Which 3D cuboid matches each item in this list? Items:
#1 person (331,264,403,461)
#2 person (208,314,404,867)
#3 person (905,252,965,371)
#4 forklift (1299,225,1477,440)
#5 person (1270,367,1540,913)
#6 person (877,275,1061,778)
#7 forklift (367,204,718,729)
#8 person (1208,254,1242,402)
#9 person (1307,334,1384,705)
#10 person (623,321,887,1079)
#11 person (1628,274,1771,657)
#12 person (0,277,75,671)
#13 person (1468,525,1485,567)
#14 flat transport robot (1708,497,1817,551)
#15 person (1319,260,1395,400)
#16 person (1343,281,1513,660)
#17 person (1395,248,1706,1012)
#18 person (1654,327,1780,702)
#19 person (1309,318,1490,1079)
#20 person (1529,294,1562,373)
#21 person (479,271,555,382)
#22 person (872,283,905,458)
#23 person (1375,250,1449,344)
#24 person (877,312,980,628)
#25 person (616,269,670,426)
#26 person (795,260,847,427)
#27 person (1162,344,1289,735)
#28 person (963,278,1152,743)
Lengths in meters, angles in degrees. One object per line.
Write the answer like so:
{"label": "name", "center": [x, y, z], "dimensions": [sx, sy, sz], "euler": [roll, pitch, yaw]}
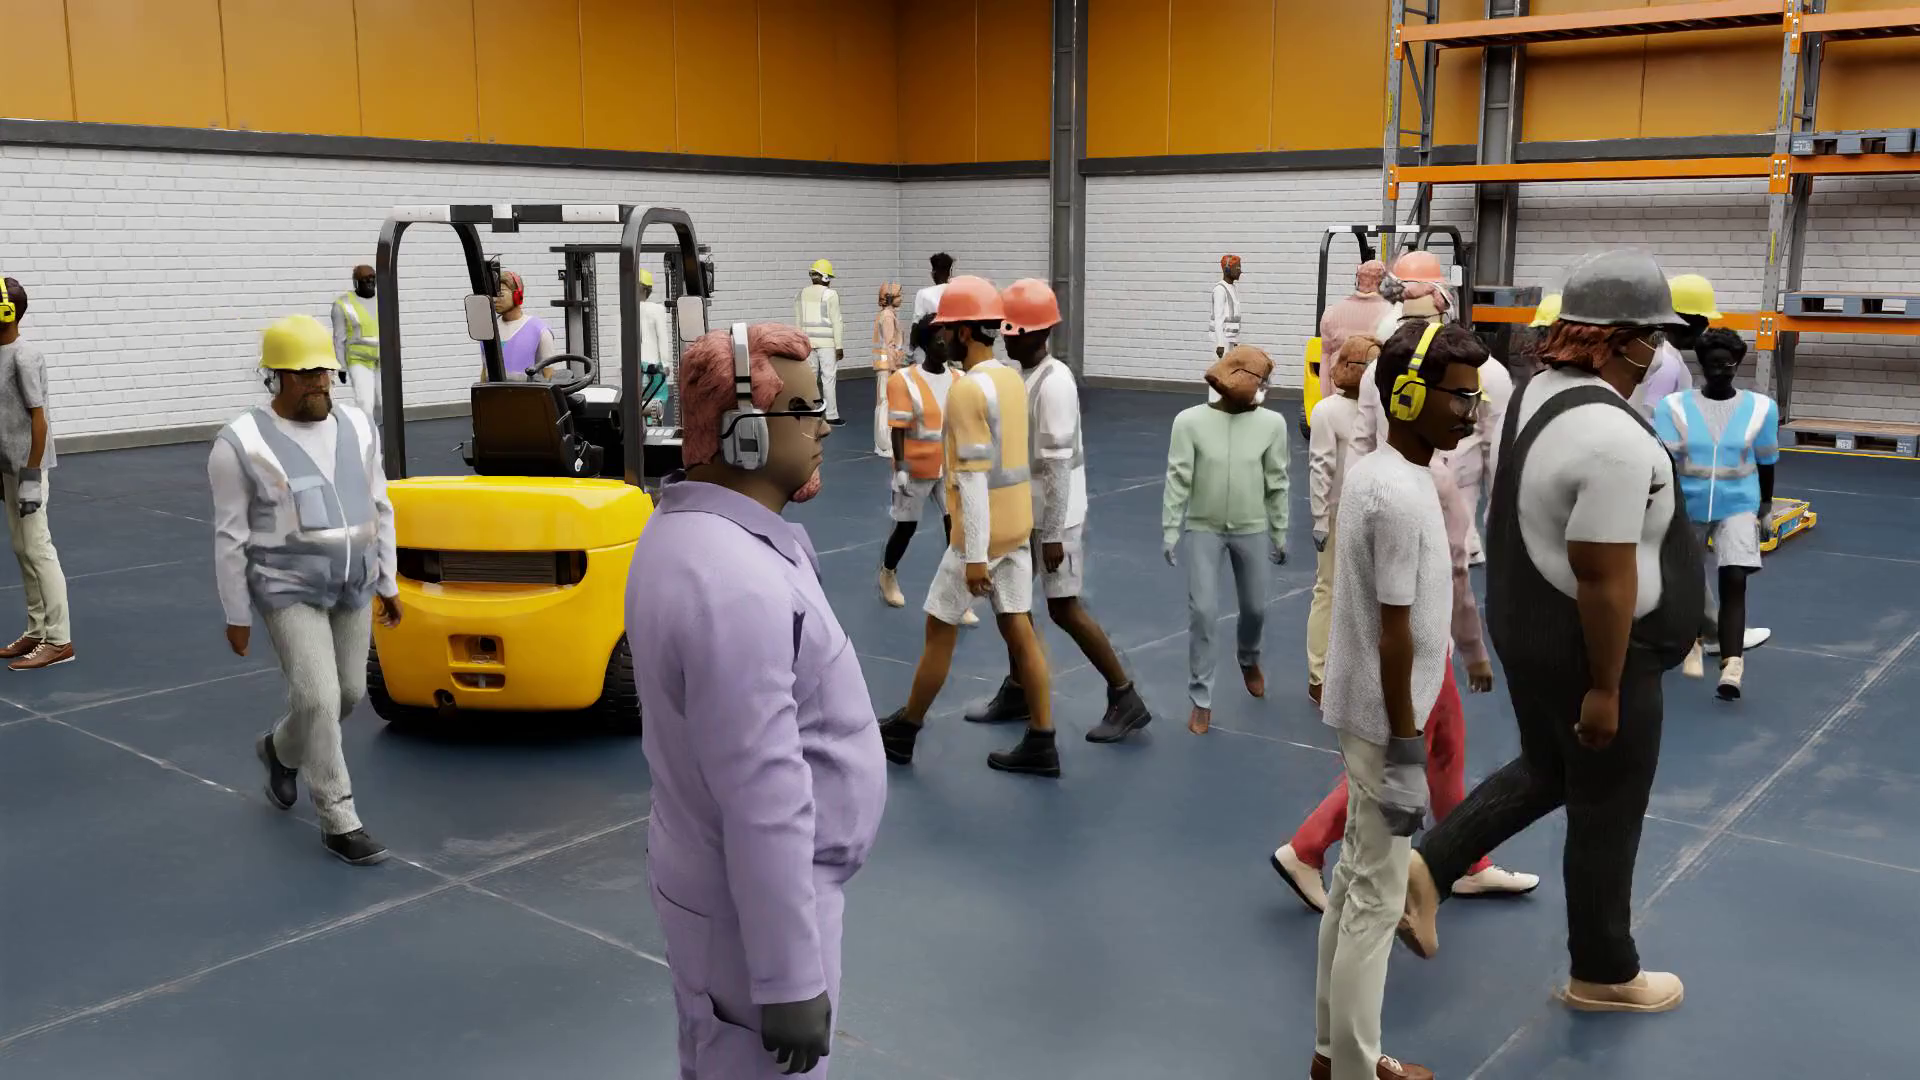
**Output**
{"label": "person", "center": [-5.539, -1.660, 15.513], "dimensions": [0.637, 1.820, 0.641], "euler": [-9, 14, -42]}
{"label": "person", "center": [-2.201, 0.143, 5.569], "dimensions": [0.800, 1.808, 0.591], "euler": [7, 13, 35]}
{"label": "person", "center": [-0.201, -1.932, 16.773], "dimensions": [0.608, 1.915, 0.998], "euler": [-7, 12, -35]}
{"label": "forklift", "center": [4.449, -2.115, 16.993], "dimensions": [1.214, 2.155, 2.313], "euler": [8, 13, 38]}
{"label": "person", "center": [1.361, 0.275, 5.004], "dimensions": [0.771, 1.736, 0.535], "euler": [1, 10, 6]}
{"label": "person", "center": [-0.002, -0.044, 6.341], "dimensions": [0.896, 1.892, 0.562], "euler": [5, 11, 27]}
{"label": "forklift", "center": [-1.766, -0.406, 7.525], "dimensions": [1.214, 2.155, 2.313], "euler": [1, 10, 7]}
{"label": "person", "center": [2.941, -2.213, 18.442], "dimensions": [0.350, 1.876, 0.568], "euler": [4, 11, 23]}
{"label": "person", "center": [1.729, -0.083, 7.288], "dimensions": [0.499, 1.633, 0.286], "euler": [-6, 12, -32]}
{"label": "person", "center": [-0.322, 0.601, 2.744], "dimensions": [0.410, 1.908, 0.643], "euler": [-3, 11, -17]}
{"label": "person", "center": [3.428, -0.335, 8.027], "dimensions": [0.989, 1.860, 0.581], "euler": [2, 10, 9]}
{"label": "person", "center": [-4.500, -0.319, 7.939], "dimensions": [0.328, 1.872, 0.514], "euler": [-10, 14, -43]}
{"label": "person", "center": [2.905, -0.624, 10.400], "dimensions": [0.900, 1.583, 0.525], "euler": [5, 12, 28]}
{"label": "flat transport robot", "center": [5.356, -0.143, 11.397], "dimensions": [0.652, 0.197, 1.431], "euler": [8, 13, 38]}
{"label": "person", "center": [2.809, -0.981, 11.543], "dimensions": [0.646, 1.902, 0.401], "euler": [6, 12, 30]}
{"label": "person", "center": [1.868, -0.113, 6.839], "dimensions": [0.664, 1.859, 0.954], "euler": [8, 13, 37]}
{"label": "person", "center": [1.562, 0.245, 4.344], "dimensions": [0.732, 2.000, 0.693], "euler": [-1, 10, -4]}
{"label": "person", "center": [3.350, -0.118, 7.420], "dimensions": [0.529, 1.642, 0.899], "euler": [4, 11, 23]}
{"label": "person", "center": [0.989, 0.436, 3.780], "dimensions": [0.335, 1.865, 0.519], "euler": [1, 10, 8]}
{"label": "person", "center": [3.131, -0.436, 8.931], "dimensions": [0.621, 1.747, 0.538], "euler": [0, 10, 1]}
{"label": "person", "center": [-2.798, -0.779, 10.556], "dimensions": [0.571, 1.843, 0.373], "euler": [5, 11, 26]}
{"label": "person", "center": [-0.669, -1.588, 15.609], "dimensions": [0.311, 1.639, 0.521], "euler": [-2, 10, -9]}
{"label": "person", "center": [2.546, -0.647, 9.470], "dimensions": [0.590, 1.970, 0.654], "euler": [4, 11, 23]}
{"label": "person", "center": [-0.193, -0.401, 8.956], "dimensions": [0.533, 1.665, 0.818], "euler": [-5, 11, -26]}
{"label": "person", "center": [-3.031, -1.719, 15.998], "dimensions": [0.548, 1.750, 0.366], "euler": [2, 10, 12]}
{"label": "person", "center": [-1.508, -2.141, 18.170], "dimensions": [0.588, 1.822, 0.403], "euler": [6, 12, 31]}
{"label": "person", "center": [1.104, -0.033, 7.083], "dimensions": [0.567, 1.618, 0.677], "euler": [0, 10, -1]}
{"label": "person", "center": [0.428, -0.114, 6.796], "dimensions": [0.759, 1.907, 0.585], "euler": [-1, 10, -8]}
